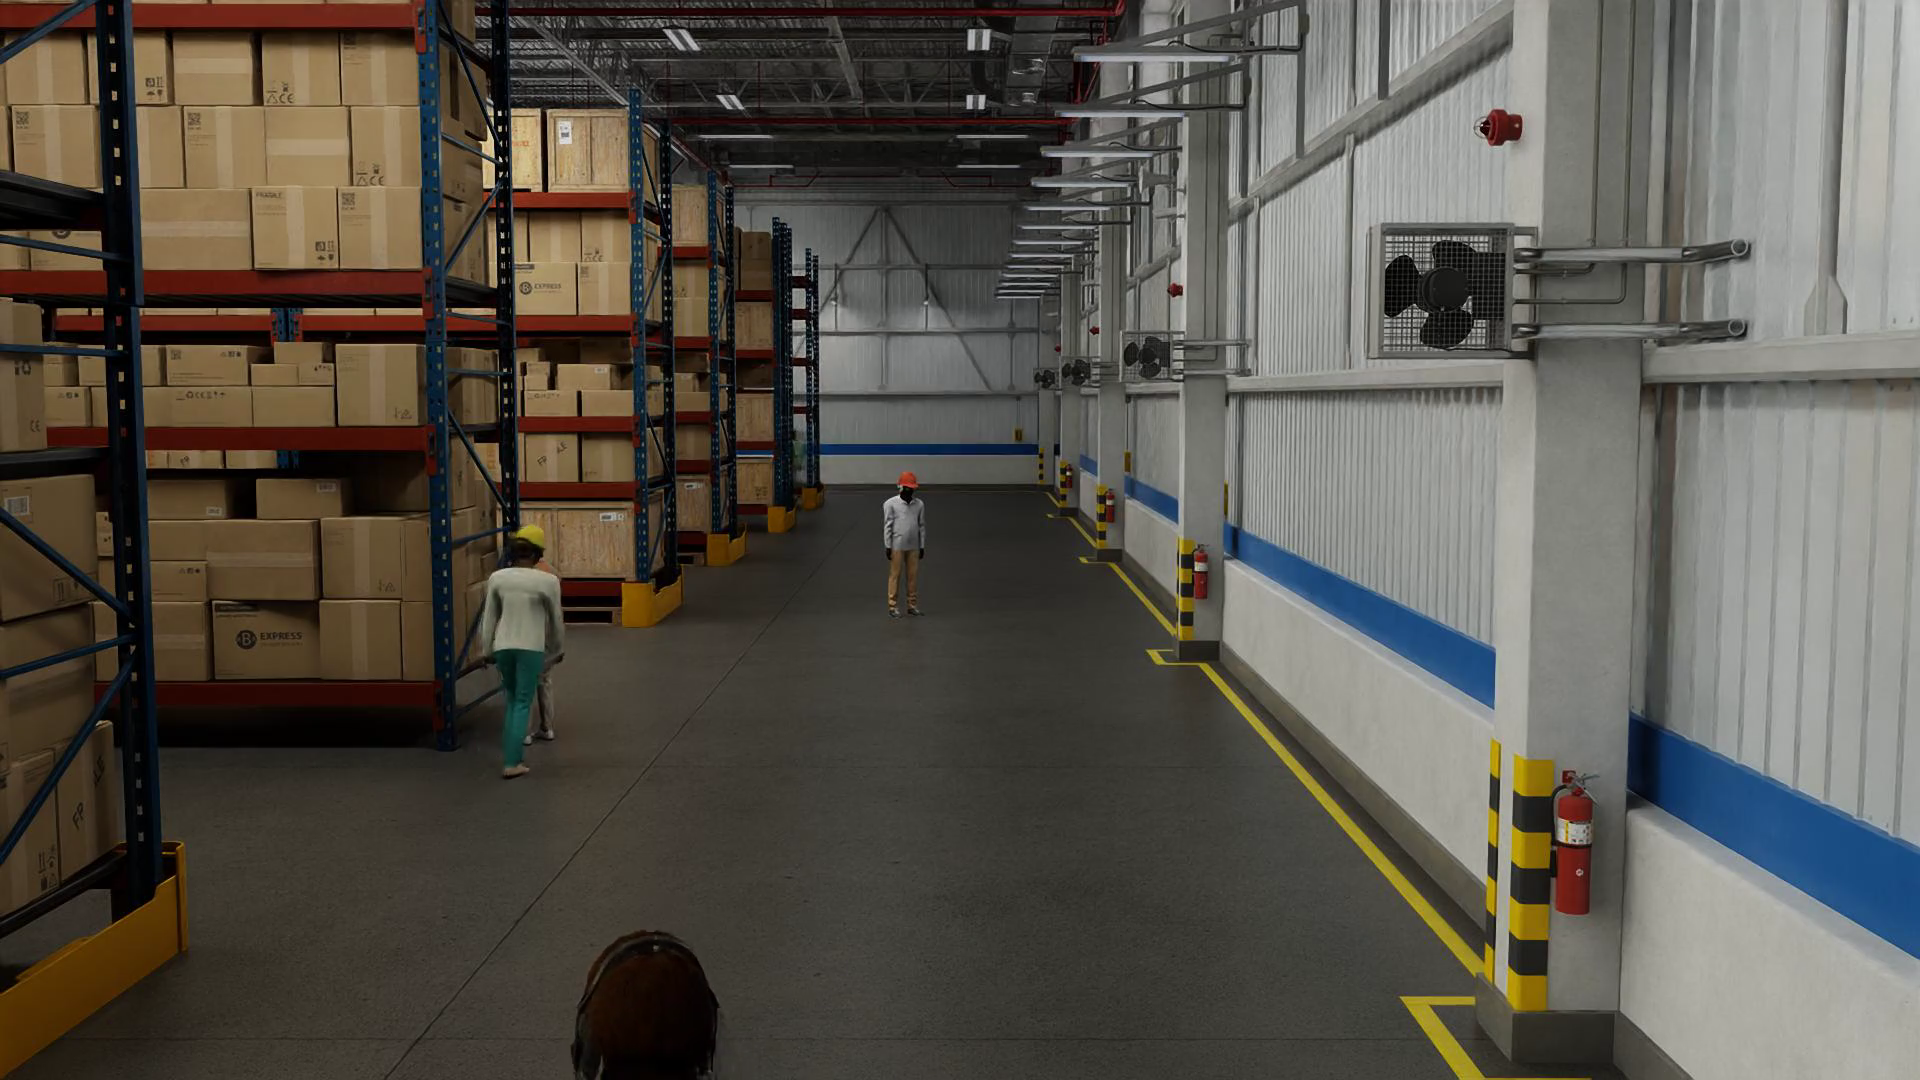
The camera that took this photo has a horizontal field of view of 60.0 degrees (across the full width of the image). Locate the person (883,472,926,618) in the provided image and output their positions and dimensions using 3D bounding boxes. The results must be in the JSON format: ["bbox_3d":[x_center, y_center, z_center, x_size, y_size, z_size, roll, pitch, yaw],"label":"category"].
[{"bbox_3d":[-0.643,0.055,19.831,0.563,1.743,0.350,-3,6,-32],"label":"person"}]

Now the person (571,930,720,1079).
[{"bbox_3d":[-0.476,1.511,2.535,0.616,1.806,0.895,-3,6,-27],"label":"person"}]

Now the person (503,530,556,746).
[{"bbox_3d":[-3.247,0.732,12.584,0.319,1.631,0.523,3,6,28],"label":"person"}]

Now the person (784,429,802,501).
[{"bbox_3d":[-4.193,-1.880,41.813,0.450,1.833,0.593,3,6,32],"label":"person"}]

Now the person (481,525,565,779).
[{"bbox_3d":[-3.024,0.763,11.600,0.538,1.734,0.696,1,5,14],"label":"person"}]
